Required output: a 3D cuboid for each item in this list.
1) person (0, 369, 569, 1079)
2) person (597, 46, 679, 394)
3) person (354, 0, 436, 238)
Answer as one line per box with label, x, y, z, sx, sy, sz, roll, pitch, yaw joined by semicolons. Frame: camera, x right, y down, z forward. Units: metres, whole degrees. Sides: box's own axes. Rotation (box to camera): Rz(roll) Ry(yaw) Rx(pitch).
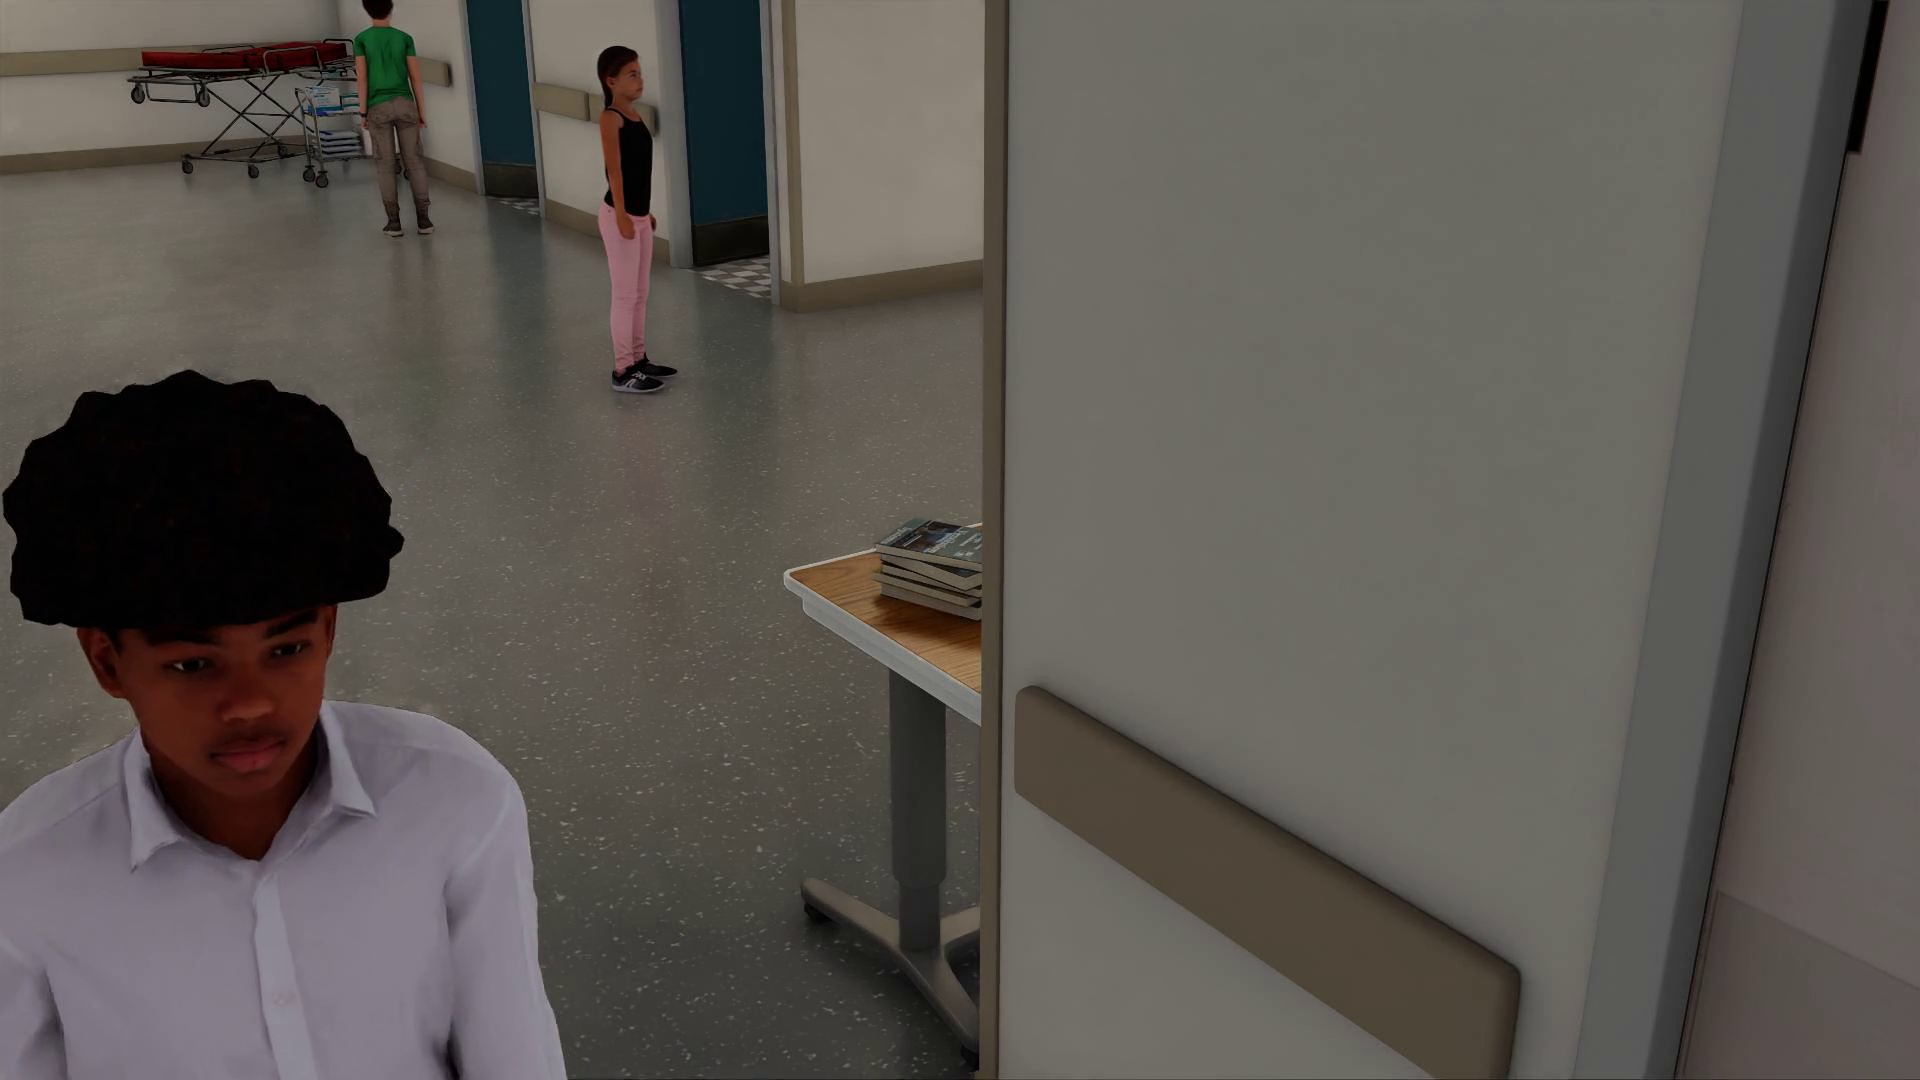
person;-0.648;0.698;1.668;0.686;1.762;1.105;-11;23;-27
person;-1.543;-1.485;7.710;0.688;1.565;0.628;3;21;9
person;-3.894;-2.934;11.415;0.625;1.652;0.574;-9;23;-23
